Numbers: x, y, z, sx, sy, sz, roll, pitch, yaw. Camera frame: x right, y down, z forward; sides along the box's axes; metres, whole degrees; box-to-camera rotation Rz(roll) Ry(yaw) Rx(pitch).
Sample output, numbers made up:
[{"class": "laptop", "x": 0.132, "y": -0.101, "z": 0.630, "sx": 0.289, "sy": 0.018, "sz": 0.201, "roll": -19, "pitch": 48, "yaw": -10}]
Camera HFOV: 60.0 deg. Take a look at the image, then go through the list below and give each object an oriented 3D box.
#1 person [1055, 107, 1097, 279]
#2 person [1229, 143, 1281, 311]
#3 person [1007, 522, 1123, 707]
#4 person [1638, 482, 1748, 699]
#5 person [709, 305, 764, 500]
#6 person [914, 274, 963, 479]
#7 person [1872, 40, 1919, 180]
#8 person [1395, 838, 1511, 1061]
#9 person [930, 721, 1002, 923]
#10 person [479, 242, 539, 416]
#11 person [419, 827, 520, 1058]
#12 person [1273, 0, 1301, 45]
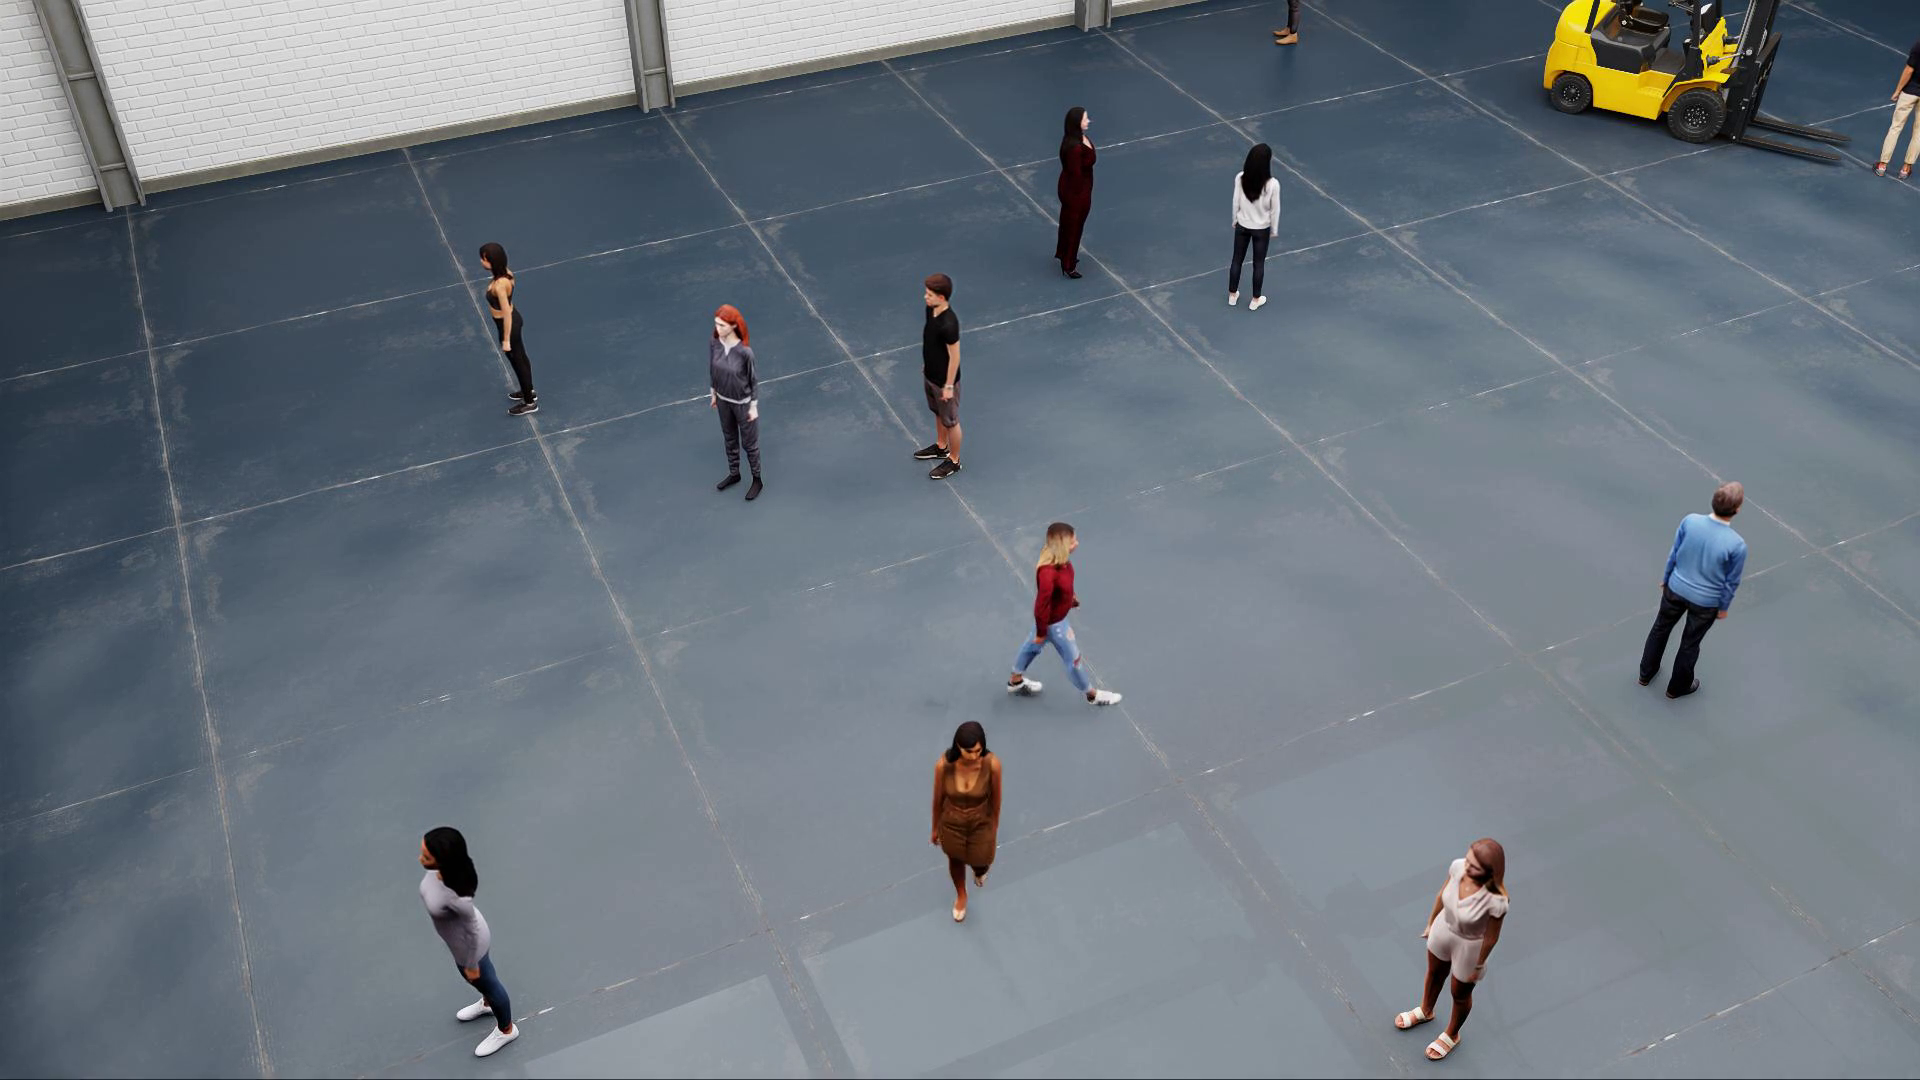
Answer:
[{"class": "person", "x": 1.122, "y": -3.455, "z": 16.464, "sx": 0.735, "sy": 1.758, "sz": 0.745, "roll": -1, "pitch": 39, "yaw": -1}, {"class": "person", "x": 2.809, "y": -3.013, "z": 15.957, "sx": 0.709, "sy": 1.700, "sz": 0.751, "roll": 17, "pitch": 42, "yaw": 20}, {"class": "person", "x": 0.574, "y": 0.532, "z": 11.613, "sx": 1.152, "sy": 1.582, "sz": 0.973, "roll": 4, "pitch": 39, "yaw": 5}, {"class": "person", "x": 5.154, "y": 0.345, "z": 11.657, "sx": 0.676, "sy": 1.820, "sz": 0.718, "roll": -30, "pitch": 47, "yaw": -32}, {"class": "person", "x": -1.824, "y": -1.129, "z": 13.535, "sx": 0.654, "sy": 1.779, "sz": 0.675, "roll": 19, "pitch": 42, "yaw": 22}, {"class": "person", "x": -0.142, "y": -1.379, "z": 13.782, "sx": 0.553, "sy": 1.861, "sz": 0.683, "roll": -15, "pitch": 41, "yaw": -18}, {"class": "person", "x": 10.462, "y": -4.850, "z": 18.129, "sx": 0.702, "sy": 1.860, "sz": 0.747, "roll": 15, "pitch": 41, "yaw": 18}, {"class": "person", "x": 2.817, "y": 2.264, "z": 9.352, "sx": 0.579, "sy": 1.697, "sz": 0.584, "roll": -21, "pitch": 43, "yaw": -24}, {"class": "person", "x": 0.044, "y": 1.655, "z": 10.133, "sx": 0.749, "sy": 1.673, "sz": 0.794, "roll": 4, "pitch": 39, "yaw": 5}, {"class": "person", "x": -3.939, "y": -1.860, "z": 14.559, "sx": 0.577, "sy": 1.642, "sz": 0.621, "roll": -6, "pitch": 39, "yaw": -7}, {"class": "person", "x": -2.767, "y": 2.231, "z": 9.363, "sx": 0.543, "sy": 1.735, "sz": 0.618, "roll": -20, "pitch": 43, "yaw": -23}, {"class": "person", "x": 4.285, "y": -7.213, "z": 21.198, "sx": 0.714, "sy": 1.723, "sz": 0.722, "roll": 3, "pitch": 39, "yaw": 3}]
